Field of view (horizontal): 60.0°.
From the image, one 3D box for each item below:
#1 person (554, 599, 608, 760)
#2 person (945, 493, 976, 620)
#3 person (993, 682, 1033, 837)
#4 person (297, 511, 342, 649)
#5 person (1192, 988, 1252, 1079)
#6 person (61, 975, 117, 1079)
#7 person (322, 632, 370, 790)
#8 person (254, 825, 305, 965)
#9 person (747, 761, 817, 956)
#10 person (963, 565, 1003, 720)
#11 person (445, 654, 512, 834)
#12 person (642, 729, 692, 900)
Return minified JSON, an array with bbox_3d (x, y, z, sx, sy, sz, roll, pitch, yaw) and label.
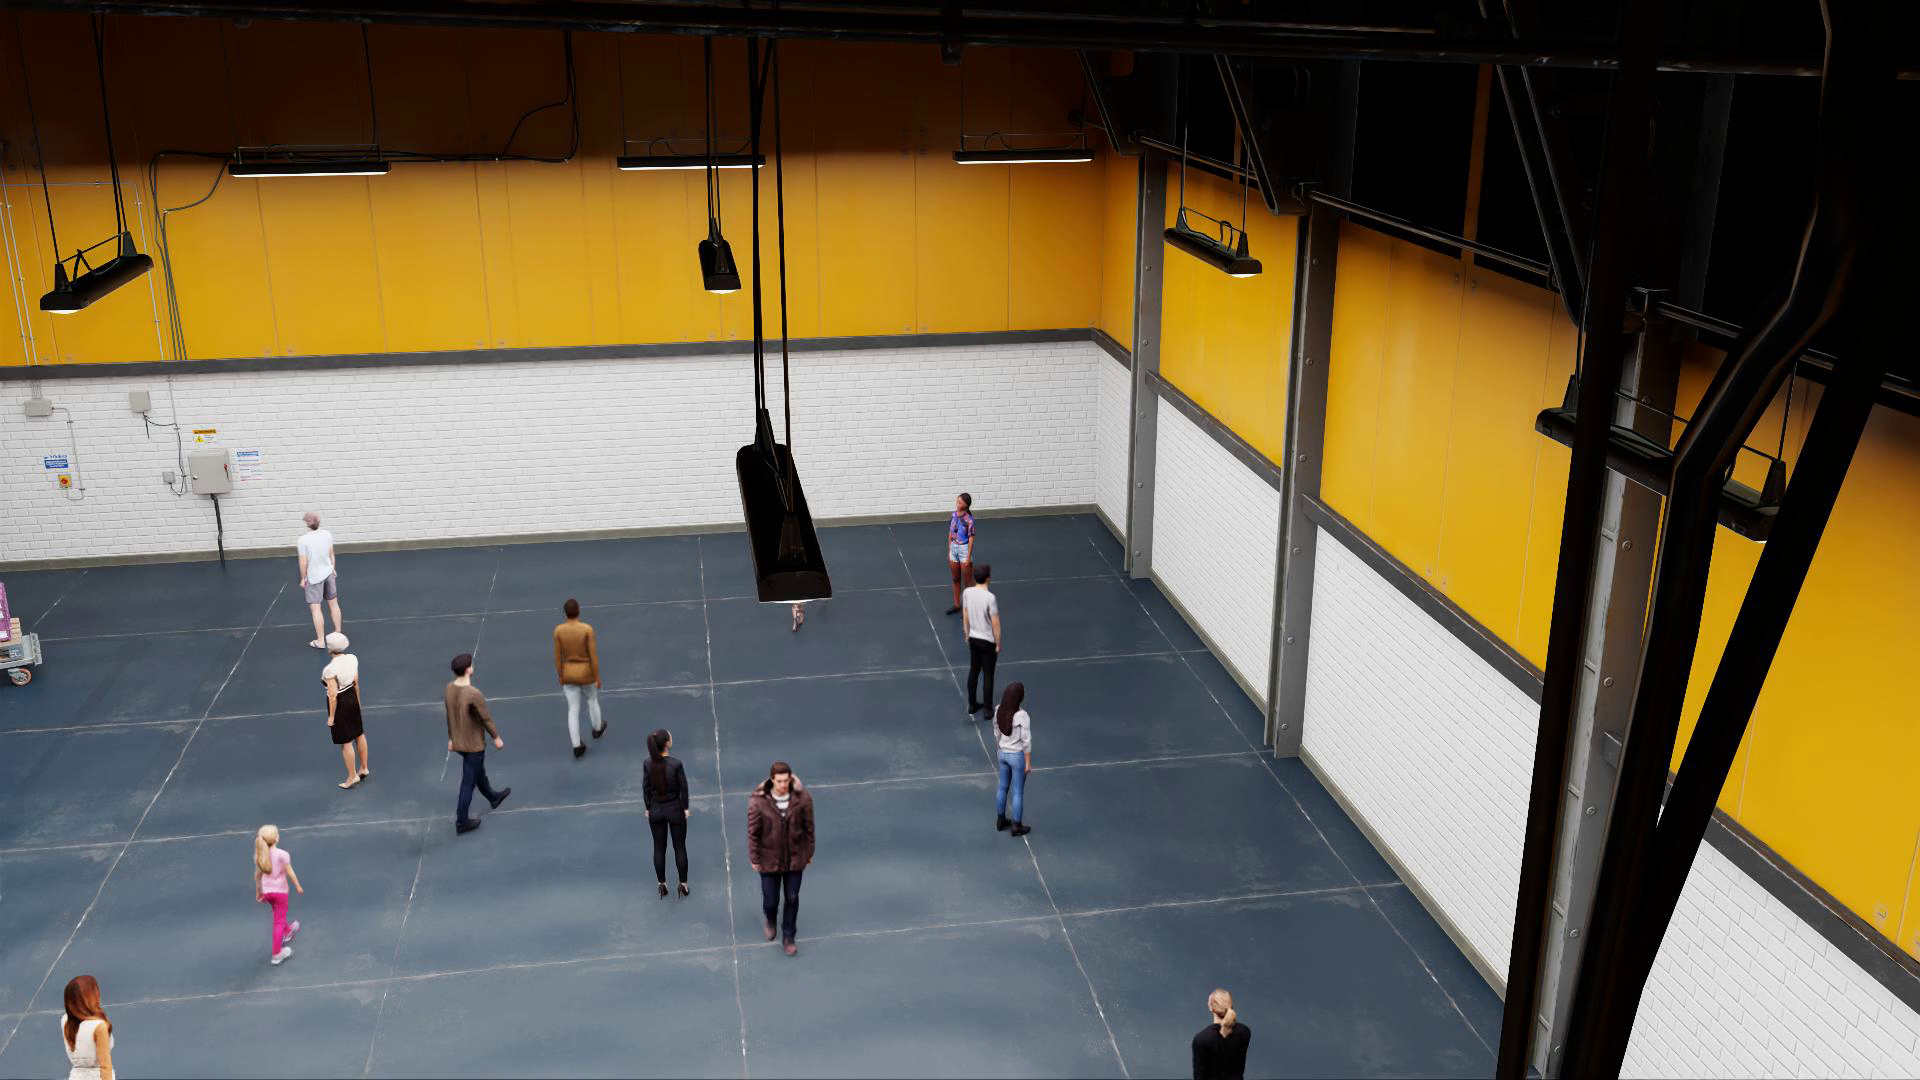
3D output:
[{"bbox_3d":[-4.262,1.566,18.468,0.784,1.789,1.041,0,19,0],"label":"person"},{"bbox_3d":[0.024,0.203,22.598,0.649,1.735,0.729,15,24,38],"label":"person"},{"bbox_3d":[0.529,2.199,16.835,0.644,1.631,0.740,17,25,41],"label":"person"},{"bbox_3d":[-8.313,0.491,21.591,0.775,1.832,0.733,15,24,37],"label":"person"},{"bbox_3d":[1.838,3.947,11.570,0.628,1.679,0.879,-4,19,-12],"label":"person"},{"bbox_3d":[-6.109,3.911,11.578,0.968,1.741,1.181,7,20,20],"label":"person"},{"bbox_3d":[-6.567,1.816,17.779,0.764,1.754,0.651,7,20,21],"label":"person"},{"bbox_3d":[-6.061,3.133,14.652,0.676,1.254,0.847,5,19,14],"label":"person"},{"bbox_3d":[-1.606,2.777,14.795,0.802,1.838,0.779,-6,19,-16],"label":"person"},{"bbox_3d":[0.260,1.177,19.509,0.708,1.862,0.796,15,24,38],"label":"person"},{"bbox_3d":[-5.023,2.089,16.813,1.074,1.854,1.124,14,23,35],"label":"person"},{"bbox_3d":[-2.746,2.569,15.610,0.624,1.711,0.569,2,19,7],"label":"person"}]
